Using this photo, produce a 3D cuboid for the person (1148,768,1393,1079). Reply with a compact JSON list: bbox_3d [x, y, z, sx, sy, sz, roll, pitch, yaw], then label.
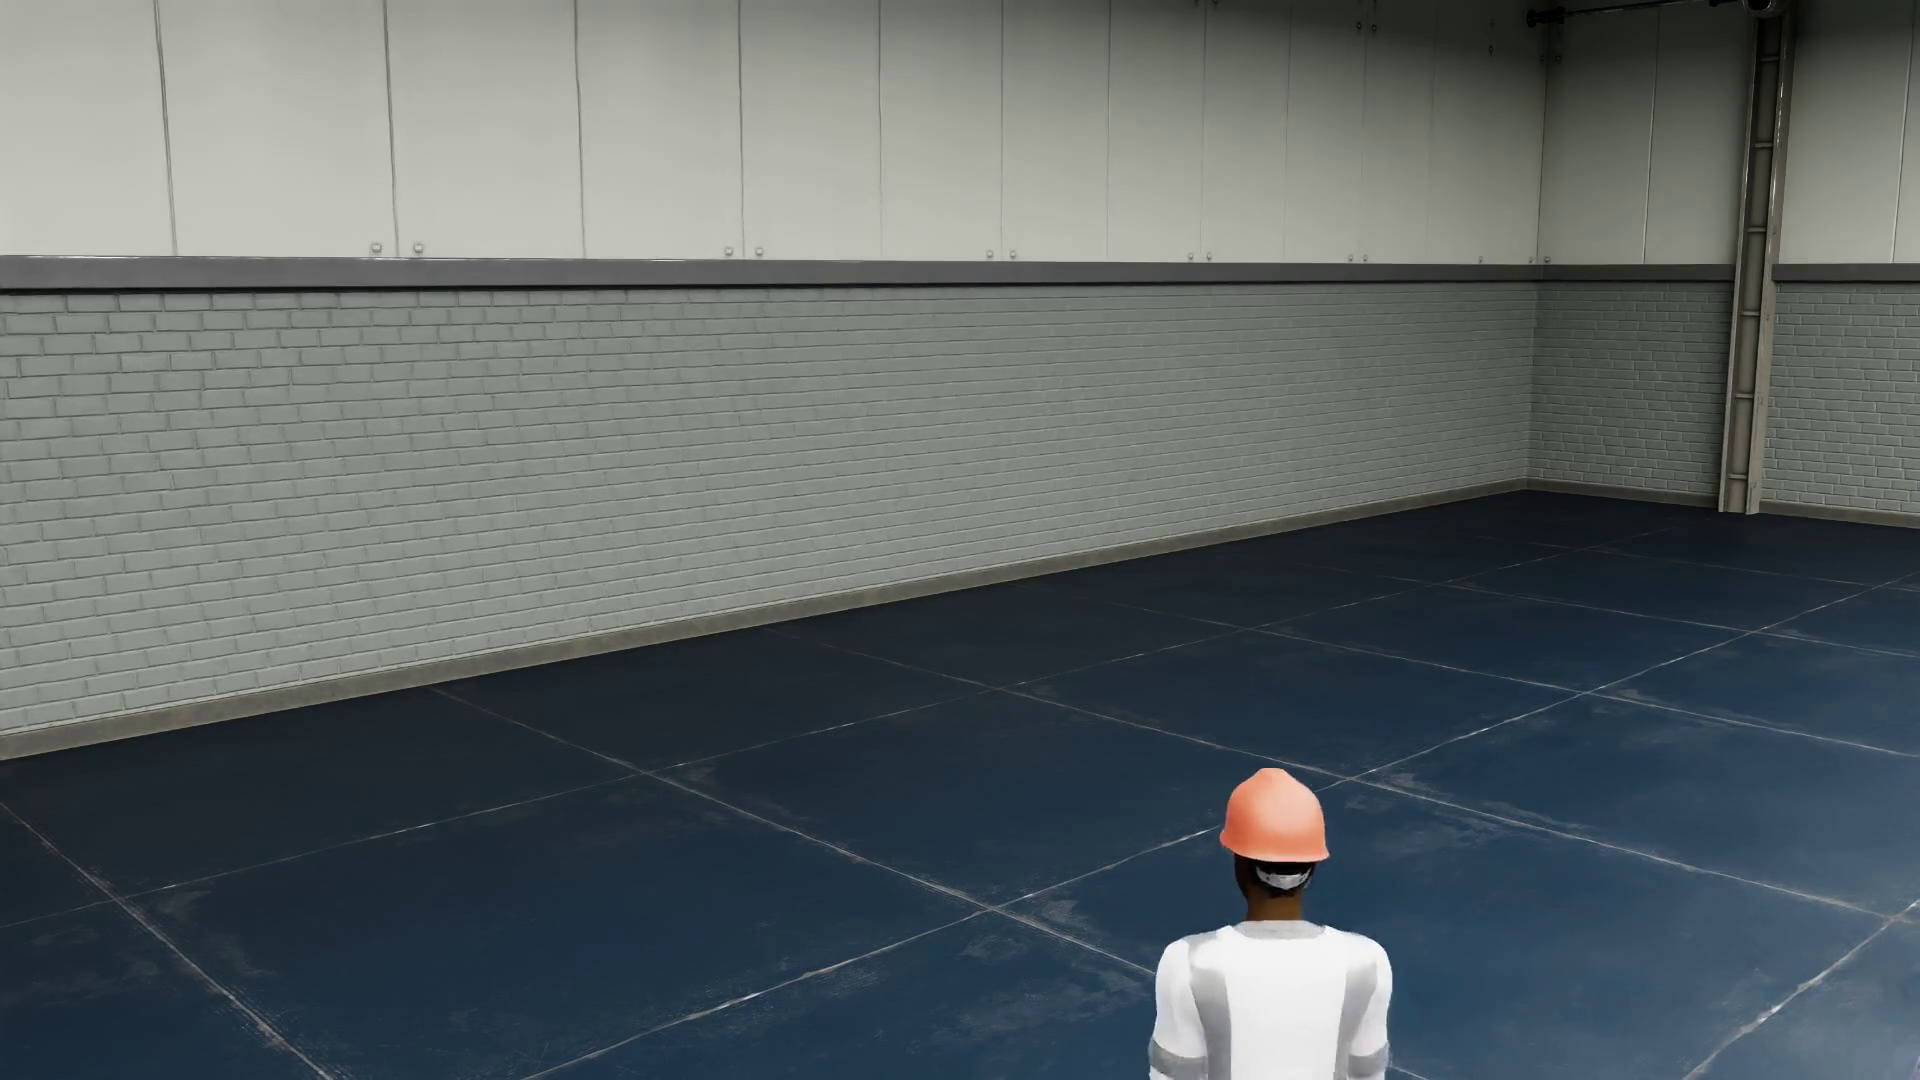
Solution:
[{"bbox_3d":[0.702,1.479,3.772,0.547,1.919,0.658,0,9,-3],"label":"person"}]
